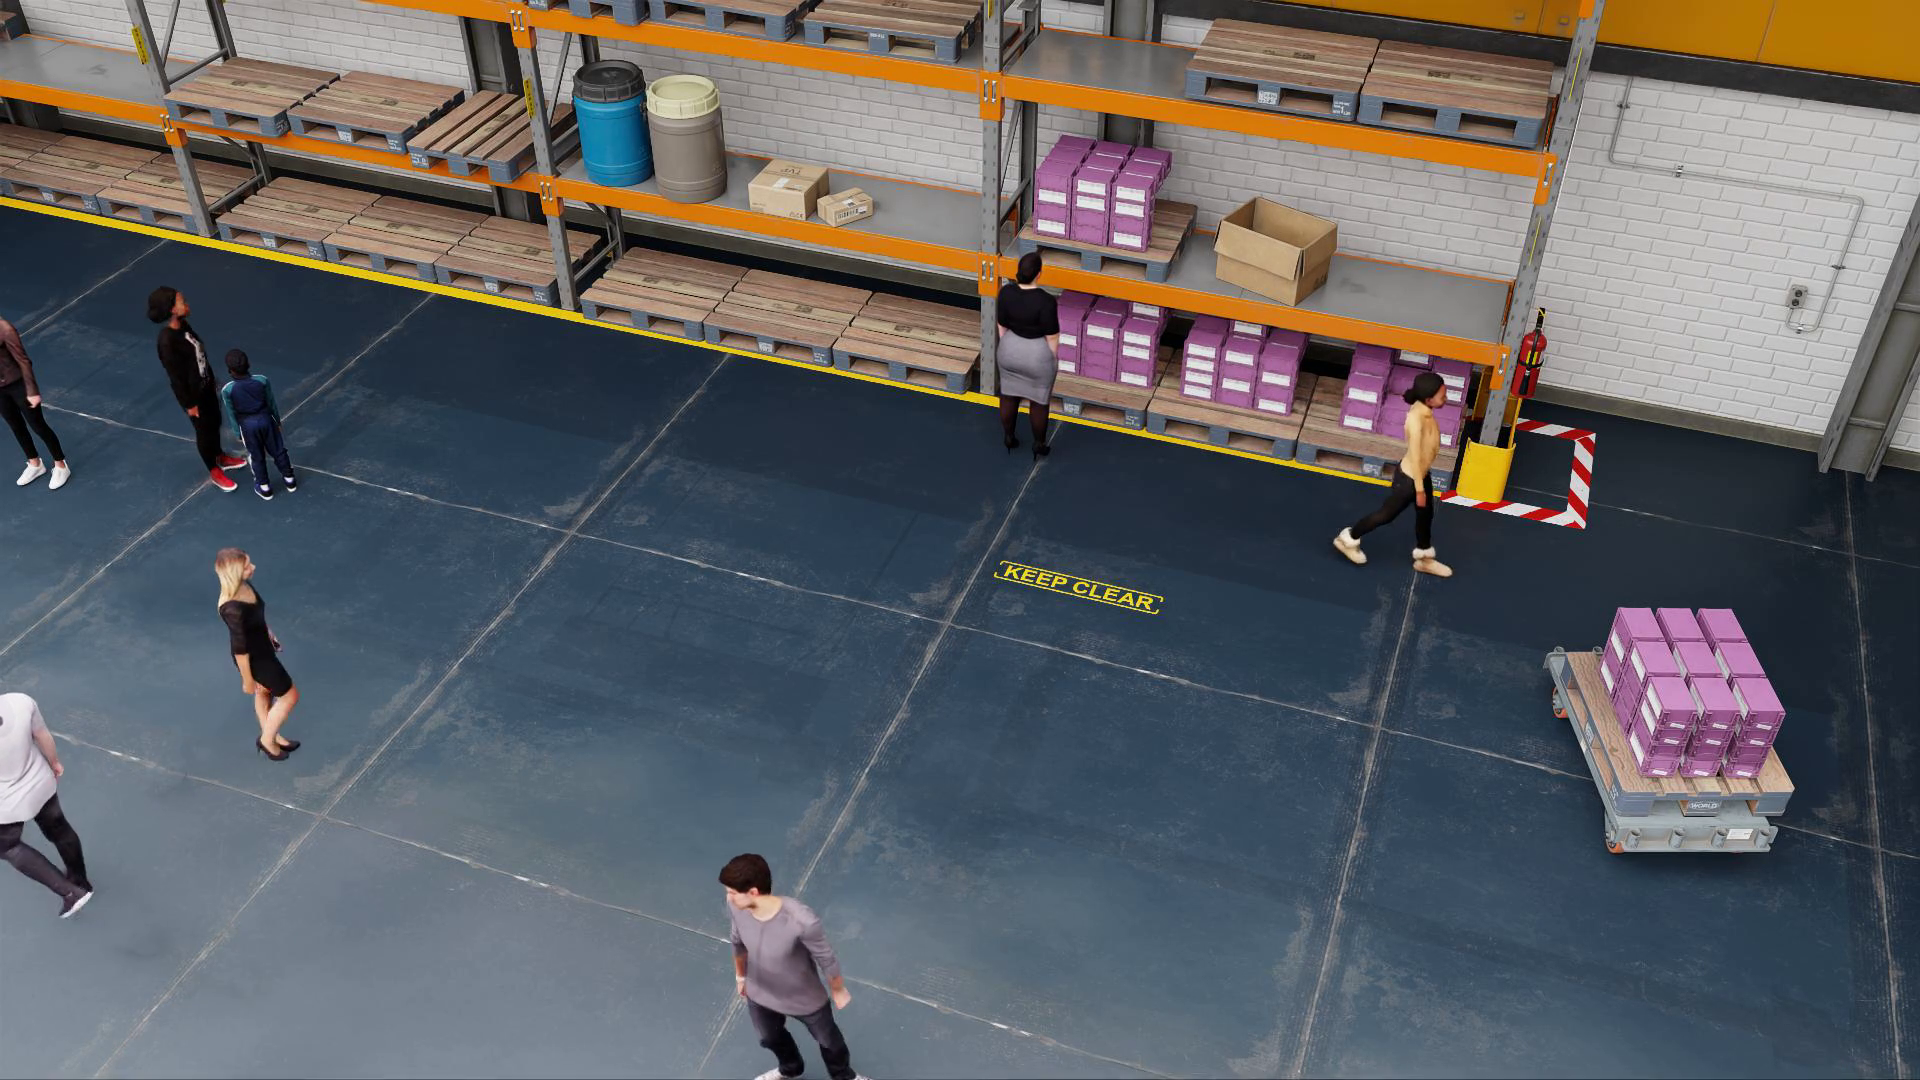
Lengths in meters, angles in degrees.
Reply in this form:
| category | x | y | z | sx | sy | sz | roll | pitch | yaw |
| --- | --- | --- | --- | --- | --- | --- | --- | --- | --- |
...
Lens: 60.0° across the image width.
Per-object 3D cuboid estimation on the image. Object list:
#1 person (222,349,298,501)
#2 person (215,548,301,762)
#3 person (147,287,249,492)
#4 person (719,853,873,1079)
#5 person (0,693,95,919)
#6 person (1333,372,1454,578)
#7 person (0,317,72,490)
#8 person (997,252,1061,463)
| category | x | y | z | sx | sy | sz | roll | pitch | yaw |
| --- | --- | --- | --- | --- | --- | --- | --- | --- | --- |
| person | -5.278 | -0.879 | 12.477 | 0.571 | 1.255 | 0.610 | -23 | 44 | -26 |
| person | -4.378 | 0.735 | 10.130 | 0.738 | 1.662 | 0.688 | -13 | 40 | -16 |
| person | -5.737 | -1.129 | 12.464 | 0.638 | 1.663 | 0.681 | 6 | 39 | 8 |
| person | -0.787 | 2.174 | 8.198 | 0.479 | 1.824 | 0.915 | 8 | 39 | 9 |
| person | -5.112 | 1.423 | 9.138 | 0.769 | 1.825 | 0.726 | 16 | 41 | 19 |
| person | 3.072 | -0.448 | 11.635 | 1.114 | 1.632 | 0.683 | 18 | 42 | 22 |
| person | -7.104 | -1.149 | 12.455 | 0.482 | 1.704 | 0.698 | 7 | 39 | 8 |
| person | 0.514 | -1.395 | 12.719 | 0.598 | 1.759 | 0.754 | 19 | 42 | 22 |
